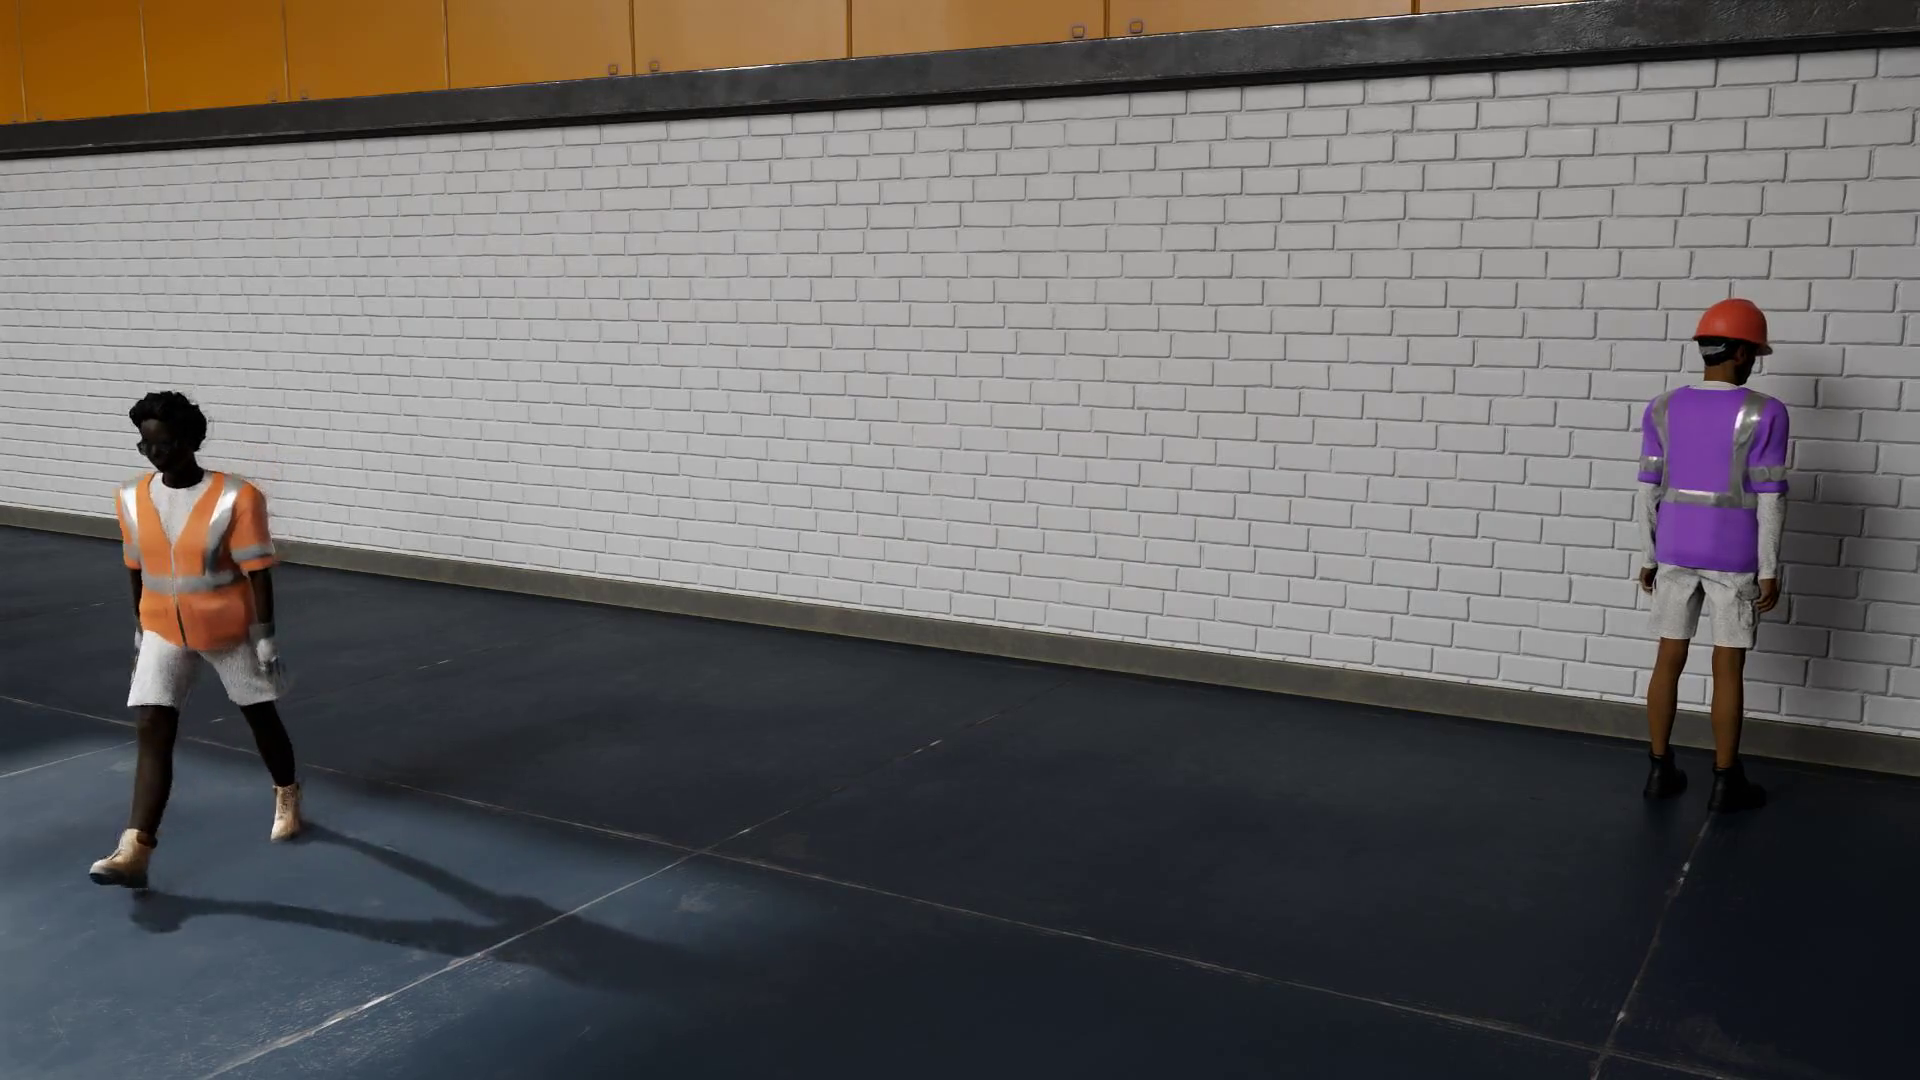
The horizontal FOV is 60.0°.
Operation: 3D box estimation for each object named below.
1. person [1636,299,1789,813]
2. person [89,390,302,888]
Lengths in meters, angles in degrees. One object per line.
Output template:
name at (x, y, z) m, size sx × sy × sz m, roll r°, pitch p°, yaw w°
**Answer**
person at (2.848, 0.059, 6.307) m, size 0.385 × 1.928 × 0.546 m, roll -8°, pitch 12°, yaw -40°
person at (-2.577, 0.316, 5.597) m, size 0.554 × 1.625 × 0.959 m, roll 0°, pitch 9°, yaw 1°
